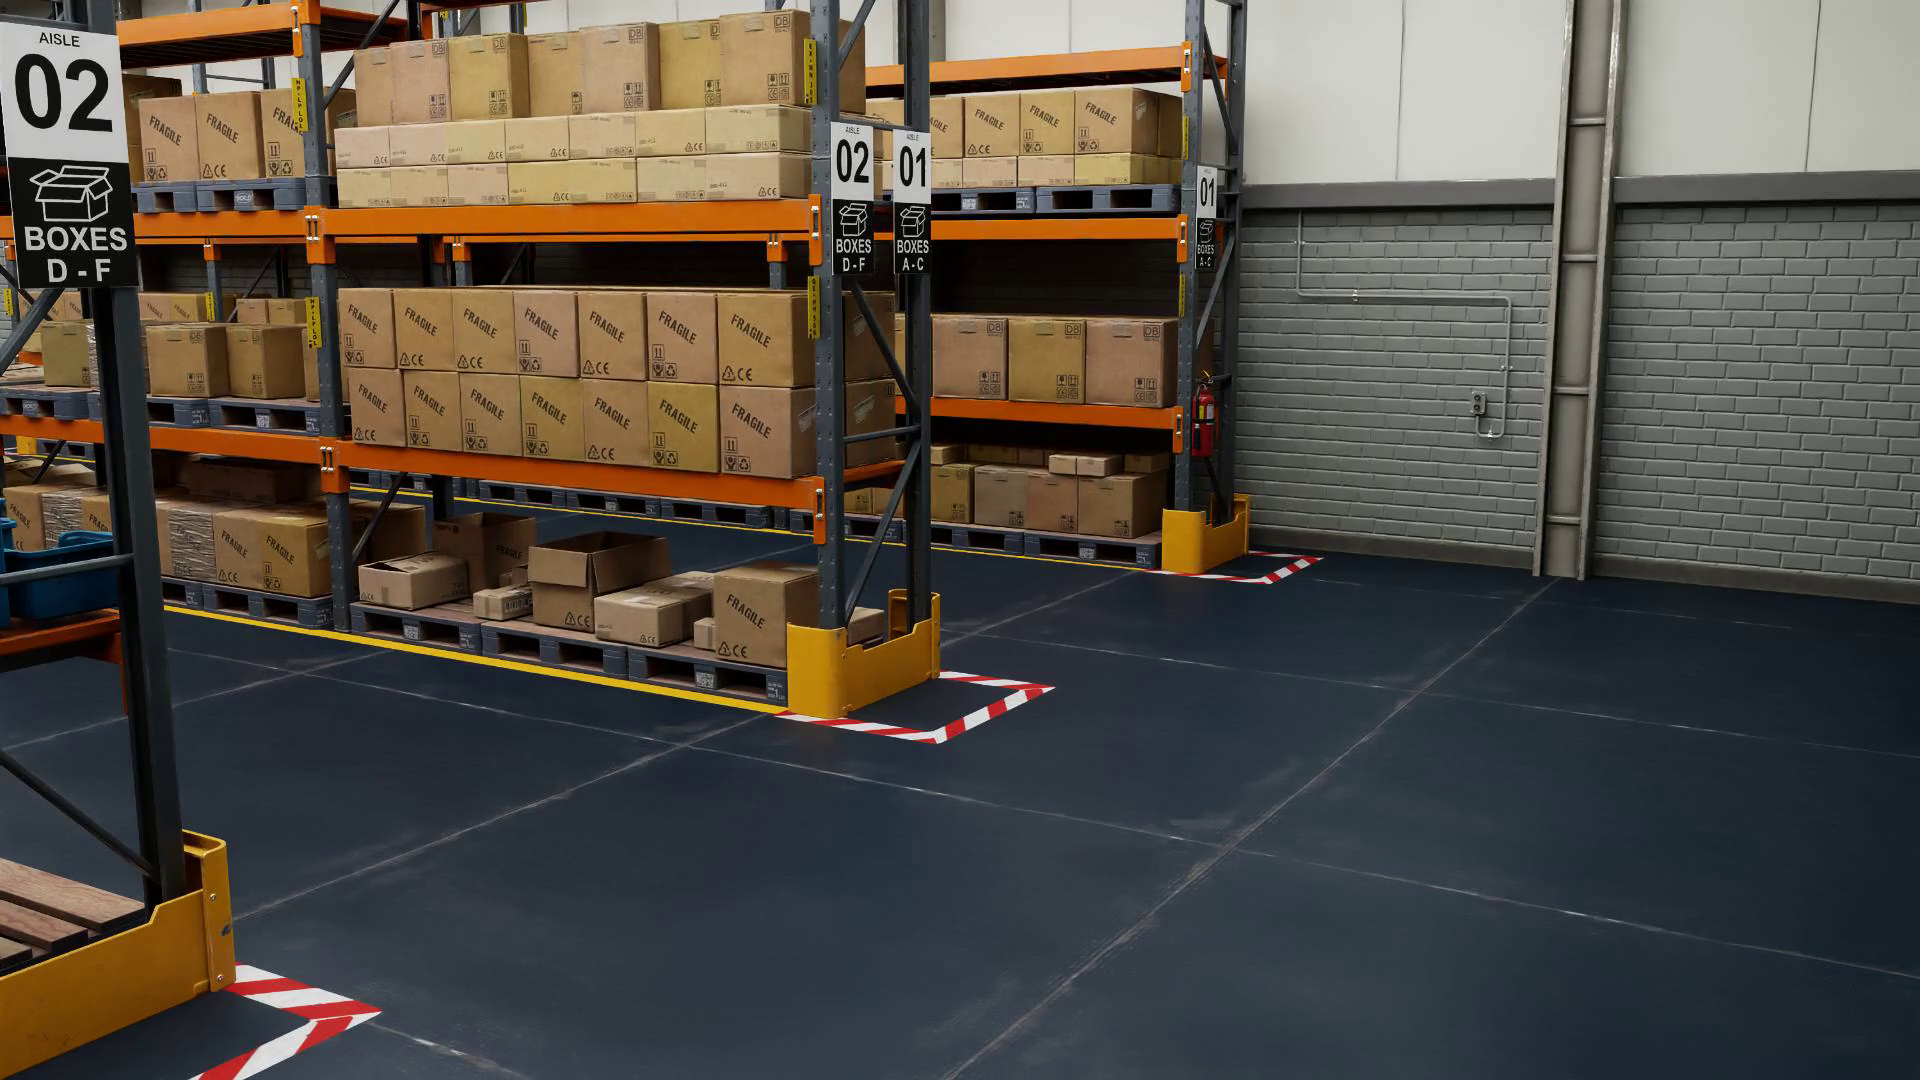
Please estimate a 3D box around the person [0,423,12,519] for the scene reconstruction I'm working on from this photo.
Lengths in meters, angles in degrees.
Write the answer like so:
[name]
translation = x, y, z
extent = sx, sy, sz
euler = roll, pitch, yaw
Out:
[person]
translation = -6.475, -0.236, 10.921
extent = 0.573, 1.868, 0.555
euler = 5, 11, 29
